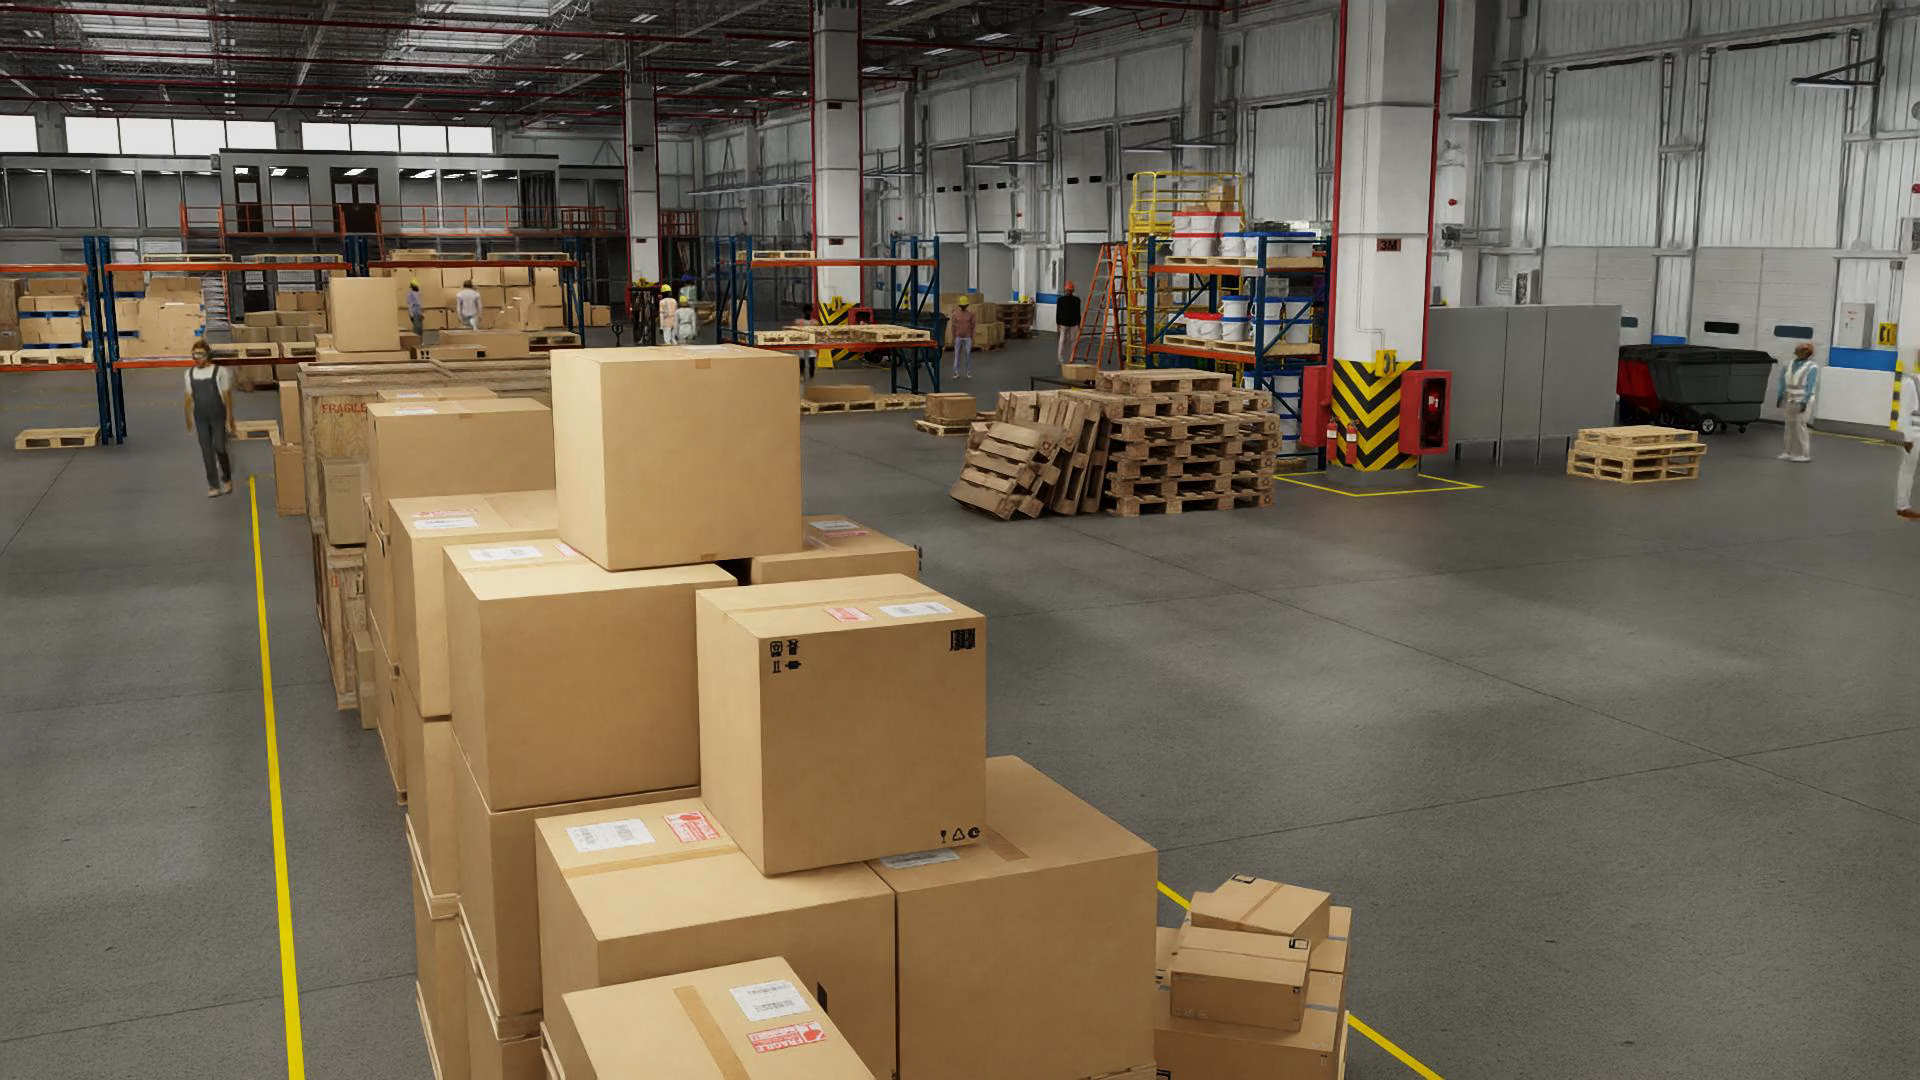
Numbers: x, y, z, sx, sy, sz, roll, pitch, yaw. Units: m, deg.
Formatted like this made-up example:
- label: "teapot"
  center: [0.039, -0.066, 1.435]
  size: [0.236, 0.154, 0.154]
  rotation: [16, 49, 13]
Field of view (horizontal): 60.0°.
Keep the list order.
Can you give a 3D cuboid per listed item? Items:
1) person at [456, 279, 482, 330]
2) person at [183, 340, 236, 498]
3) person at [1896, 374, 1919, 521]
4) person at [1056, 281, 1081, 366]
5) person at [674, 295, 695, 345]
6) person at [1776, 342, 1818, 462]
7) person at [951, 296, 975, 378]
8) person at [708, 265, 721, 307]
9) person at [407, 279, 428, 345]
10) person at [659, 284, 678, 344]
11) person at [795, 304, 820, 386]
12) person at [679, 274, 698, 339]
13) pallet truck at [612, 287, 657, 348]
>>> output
- label: "person"
  center: [-13.100, -6.001, 44.421]
  size: [0.633, 1.920, 0.736]
  rotation: [-3, 11, -17]
- label: "person"
  center: [-8.687, -1.390, 19.235]
  size: [0.553, 1.832, 0.398]
  rotation: [0, 10, -2]
- label: "person"
  center: [10.216, -1.084, 17.469]
  size: [0.615, 1.856, 0.808]
  rotation: [-2, 10, -11]
- label: "person"
  center: [2.569, -5.100, 39.243]
  size: [0.613, 1.991, 0.391]
  rotation: [-2, 11, -12]
- label: "person"
  center: [-6.260, -4.729, 37.973]
  size: [0.494, 1.715, 0.658]
  rotation: [-5, 11, -24]
- label: "person"
  center: [11.269, -1.858, 22.421]
  size: [0.376, 1.615, 0.547]
  rotation: [-4, 11, -19]
- label: "person"
  center: [0.069, -4.355, 35.767]
  size: [0.523, 1.767, 0.313]
  rotation: [0, 10, 0]
- label: "person"
  center: [-9.678, -9.672, 64.542]
  size: [0.981, 1.946, 0.652]
  rotation: [5, 12, 27]
- label: "person"
  center: [-15.071, -6.315, 46.253]
  size: [0.382, 1.873, 0.767]
  rotation: [2, 11, 13]
- label: "person"
  center: [-6.893, -5.067, 39.284]
  size: [0.413, 1.916, 0.588]
  rotation: [7, 12, 32]
- label: "person"
  center: [-3.110, -3.983, 33.912]
  size: [0.548, 1.685, 0.426]
  rotation: [-1, 10, -8]
- label: "person"
  center: [-8.063, -6.900, 49.317]
  size: [0.643, 1.933, 0.450]
  rotation: [5, 12, 28]
- label: "pallet truck"
  center: [-6.464, -4.406, 35.401]
  size: [0.823, 1.965, 1.885]
  rotation: [6, 12, 32]
